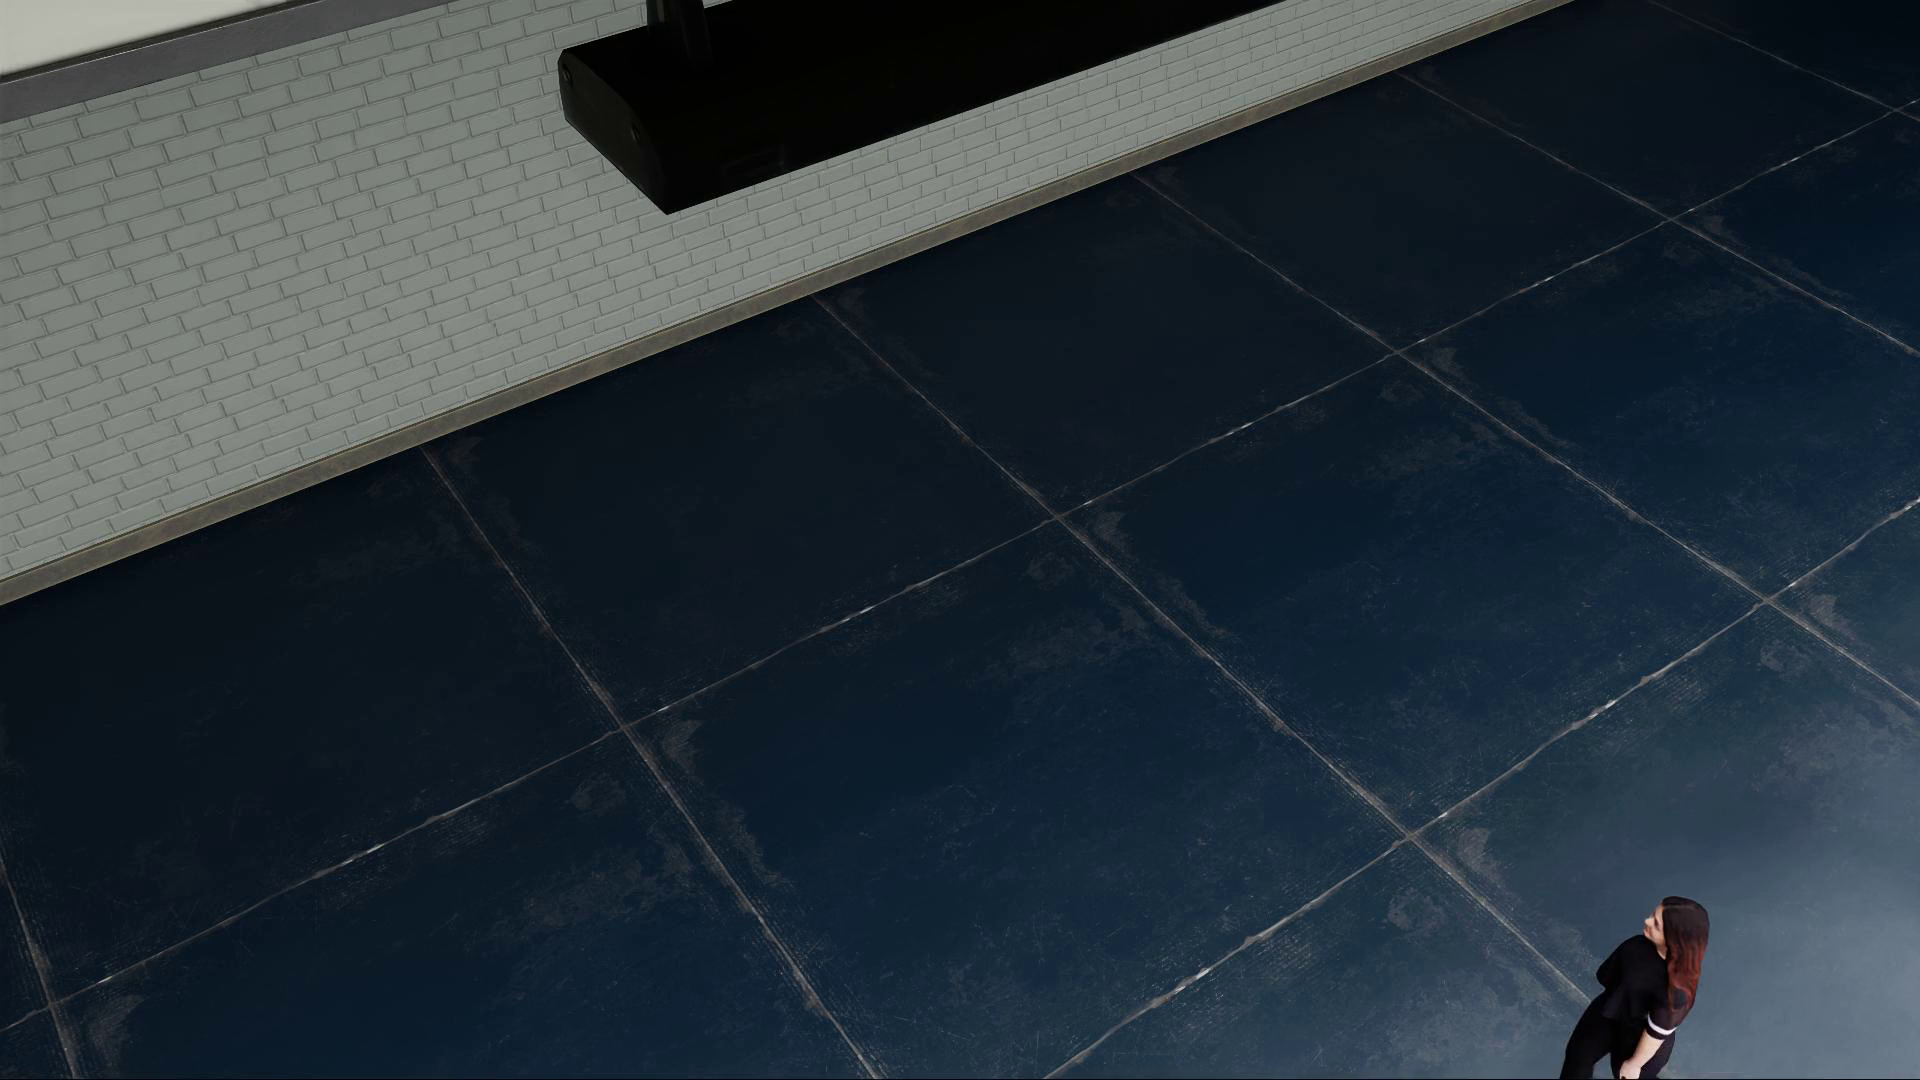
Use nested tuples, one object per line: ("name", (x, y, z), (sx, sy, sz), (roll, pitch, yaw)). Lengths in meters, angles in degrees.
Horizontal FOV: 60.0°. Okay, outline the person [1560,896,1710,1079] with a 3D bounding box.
("person", (2.866, 2.034, 6.880), (1.084, 1.614, 1.034), (7, 43, 7))
